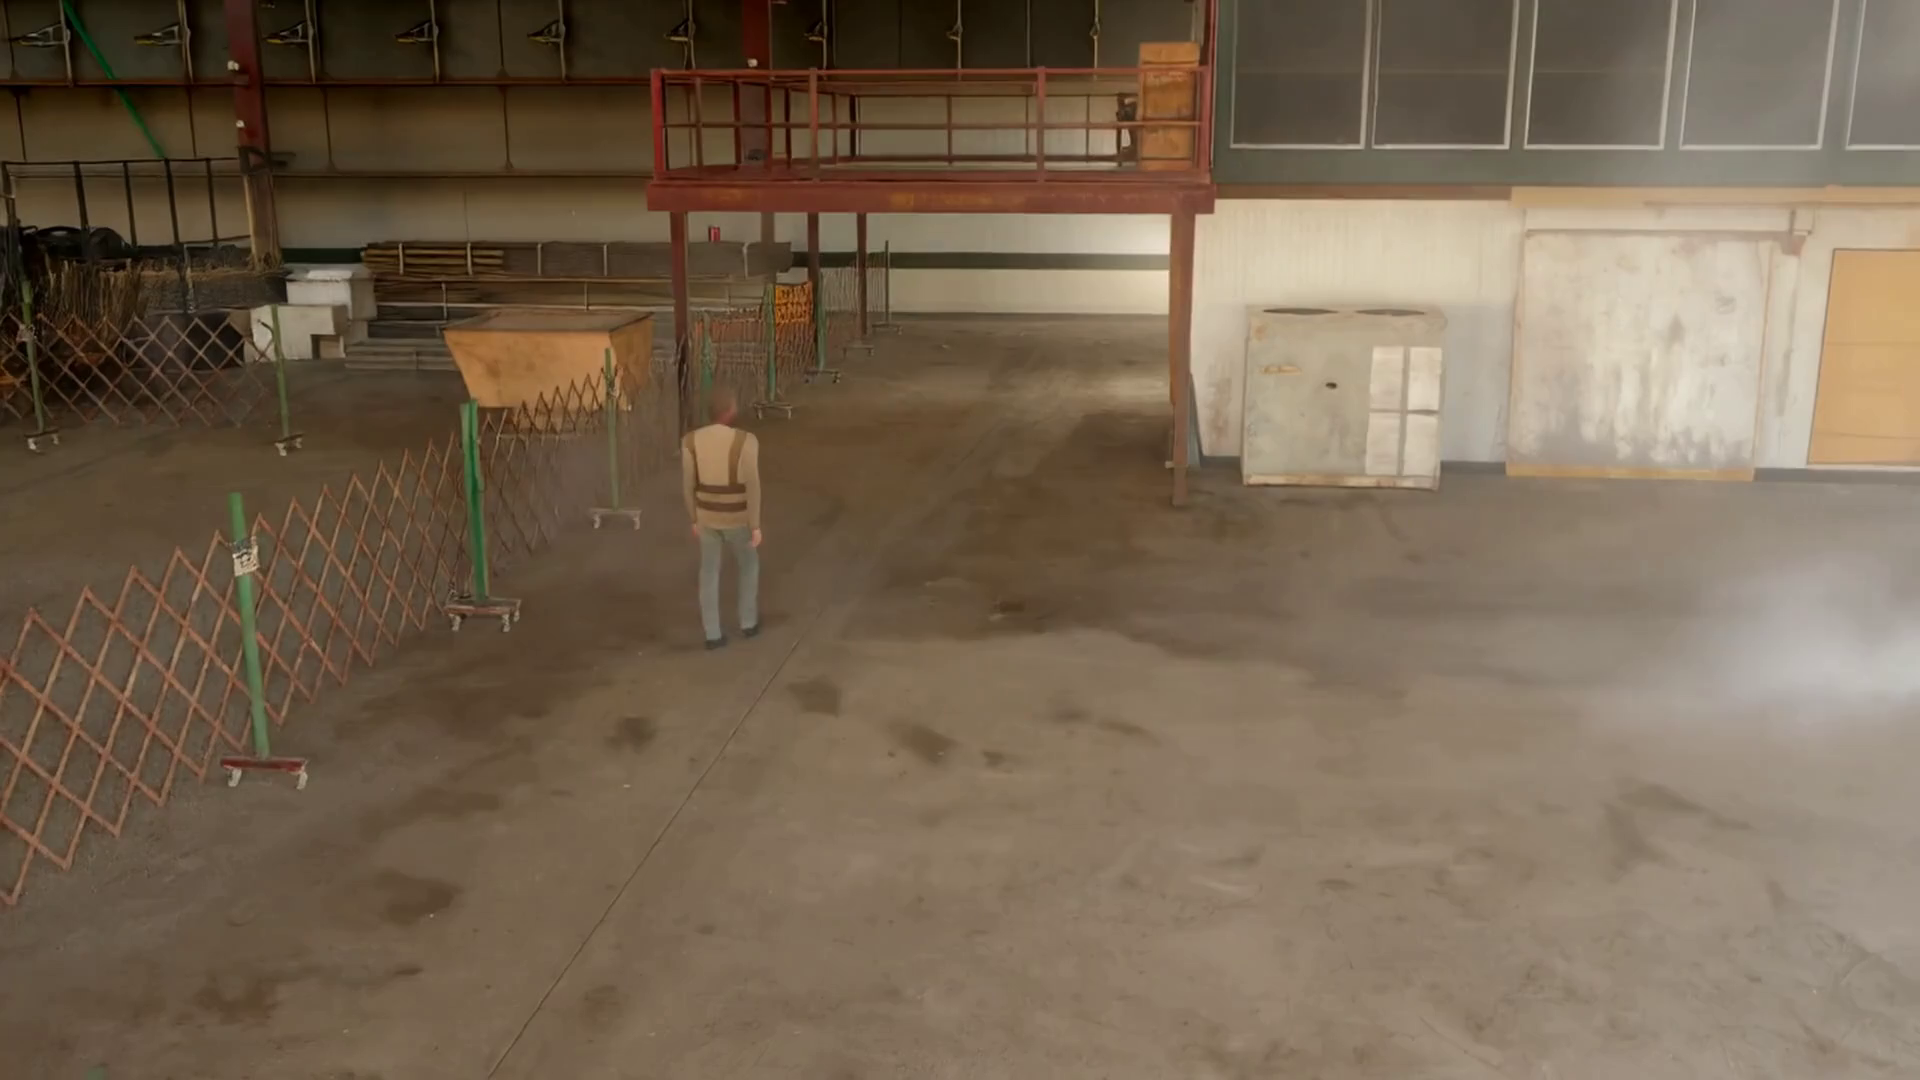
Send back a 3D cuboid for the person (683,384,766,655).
[{"bbox_3d":[-1.616,-0.159,11.567,0.605,1.853,0.721,4,14,17],"label":"person"}]
